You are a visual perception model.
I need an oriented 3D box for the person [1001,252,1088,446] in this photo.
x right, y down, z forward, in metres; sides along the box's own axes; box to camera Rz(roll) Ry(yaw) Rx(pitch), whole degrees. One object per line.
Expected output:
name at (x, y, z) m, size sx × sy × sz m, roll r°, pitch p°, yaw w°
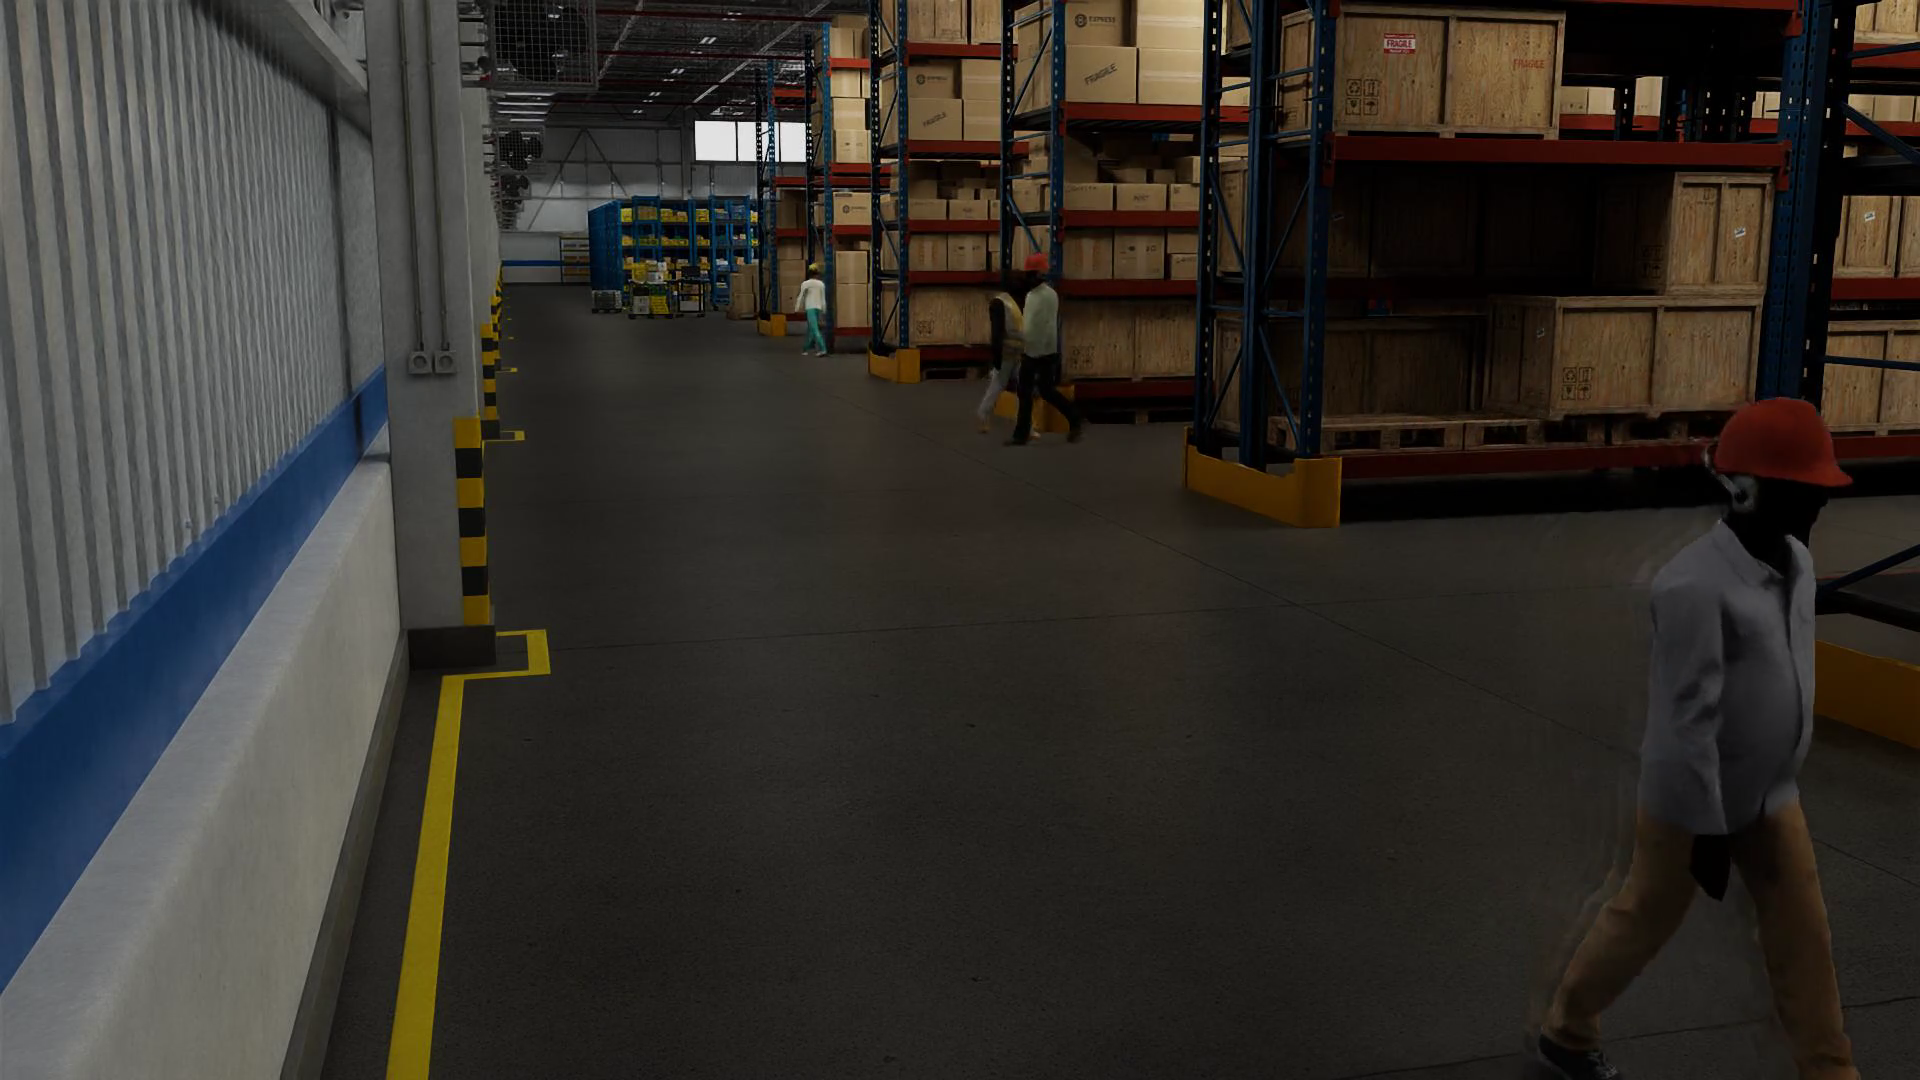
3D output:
person at (0.864, -1.921, 16.857) m, size 0.846 × 1.973 × 0.626 m, roll -4°, pitch 11°, yaw -24°

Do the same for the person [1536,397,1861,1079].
person at (1.719, 0.532, 3.692) m, size 0.592 × 1.702 × 0.915 m, roll -7°, pitch 12°, yaw -35°

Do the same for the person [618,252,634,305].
person at (-11.534, -9.036, 57.493) m, size 0.569 × 1.835 × 0.398 m, roll -7°, pitch 12°, yaw -35°

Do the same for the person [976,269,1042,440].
person at (0.523, -1.980, 17.679) m, size 0.622 × 1.798 × 0.906 m, roll -7°, pitch 12°, yaw -34°

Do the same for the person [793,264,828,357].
person at (-2.696, -4.209, 30.586) m, size 0.897 × 1.714 × 0.603 m, roll 9°, pitch 14°, yaw 42°
